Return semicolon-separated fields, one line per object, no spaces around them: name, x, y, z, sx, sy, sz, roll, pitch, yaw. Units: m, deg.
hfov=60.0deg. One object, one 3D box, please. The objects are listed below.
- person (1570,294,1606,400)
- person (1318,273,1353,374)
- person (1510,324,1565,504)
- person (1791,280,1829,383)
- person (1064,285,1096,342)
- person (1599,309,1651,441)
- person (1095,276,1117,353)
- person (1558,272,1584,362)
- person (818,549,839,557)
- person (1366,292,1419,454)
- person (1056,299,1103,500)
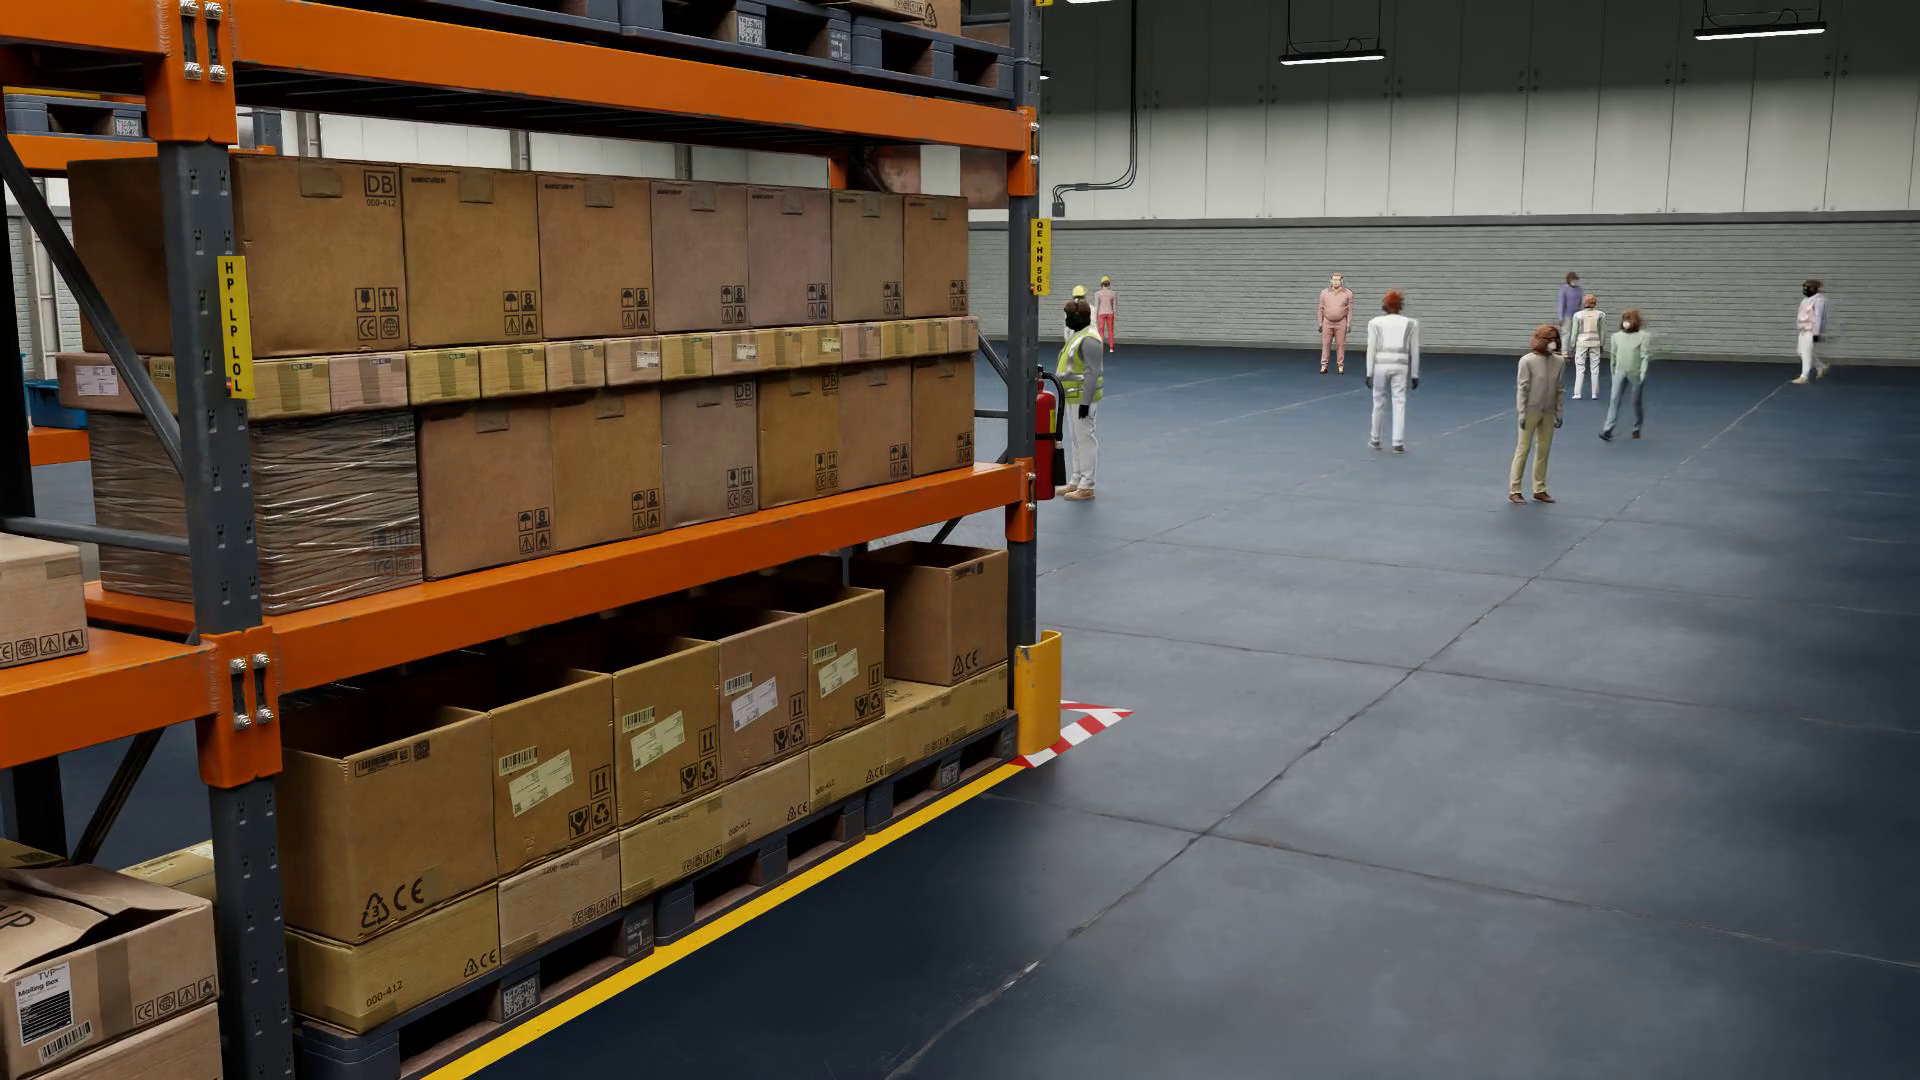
person;9.750;-2.992;25.833;0.514;1.639;0.310;1;10;8
person;7.108;-4.101;31.544;0.643;1.909;0.410;3;10;16
person;5.214;-1.127;14.967;0.499;1.626;0.303;-3;10;-19
person;14.947;-3.640;29.114;0.576;1.826;0.625;1;10;5
person;1.999;-3.394;27.852;0.524;1.744;0.723;0;10;-2
person;8.061;-1.982;20.073;0.506;1.585;0.868;8;13;40
person;3.334;-5.161;38.165;0.533;1.768;0.321;-1;10;-7
person;12.832;-4.696;35.073;0.672;1.893;0.611;-4;10;-21
person;-0.794;-0.378;9.795;0.681;1.887;0.645;-6;12;-33
person;4.941;-1.909;18.998;0.598;1.829;0.835;1;10;7
person;1.092;-1.289;15.289;0.430;1.839;0.619;-1;10;-8
